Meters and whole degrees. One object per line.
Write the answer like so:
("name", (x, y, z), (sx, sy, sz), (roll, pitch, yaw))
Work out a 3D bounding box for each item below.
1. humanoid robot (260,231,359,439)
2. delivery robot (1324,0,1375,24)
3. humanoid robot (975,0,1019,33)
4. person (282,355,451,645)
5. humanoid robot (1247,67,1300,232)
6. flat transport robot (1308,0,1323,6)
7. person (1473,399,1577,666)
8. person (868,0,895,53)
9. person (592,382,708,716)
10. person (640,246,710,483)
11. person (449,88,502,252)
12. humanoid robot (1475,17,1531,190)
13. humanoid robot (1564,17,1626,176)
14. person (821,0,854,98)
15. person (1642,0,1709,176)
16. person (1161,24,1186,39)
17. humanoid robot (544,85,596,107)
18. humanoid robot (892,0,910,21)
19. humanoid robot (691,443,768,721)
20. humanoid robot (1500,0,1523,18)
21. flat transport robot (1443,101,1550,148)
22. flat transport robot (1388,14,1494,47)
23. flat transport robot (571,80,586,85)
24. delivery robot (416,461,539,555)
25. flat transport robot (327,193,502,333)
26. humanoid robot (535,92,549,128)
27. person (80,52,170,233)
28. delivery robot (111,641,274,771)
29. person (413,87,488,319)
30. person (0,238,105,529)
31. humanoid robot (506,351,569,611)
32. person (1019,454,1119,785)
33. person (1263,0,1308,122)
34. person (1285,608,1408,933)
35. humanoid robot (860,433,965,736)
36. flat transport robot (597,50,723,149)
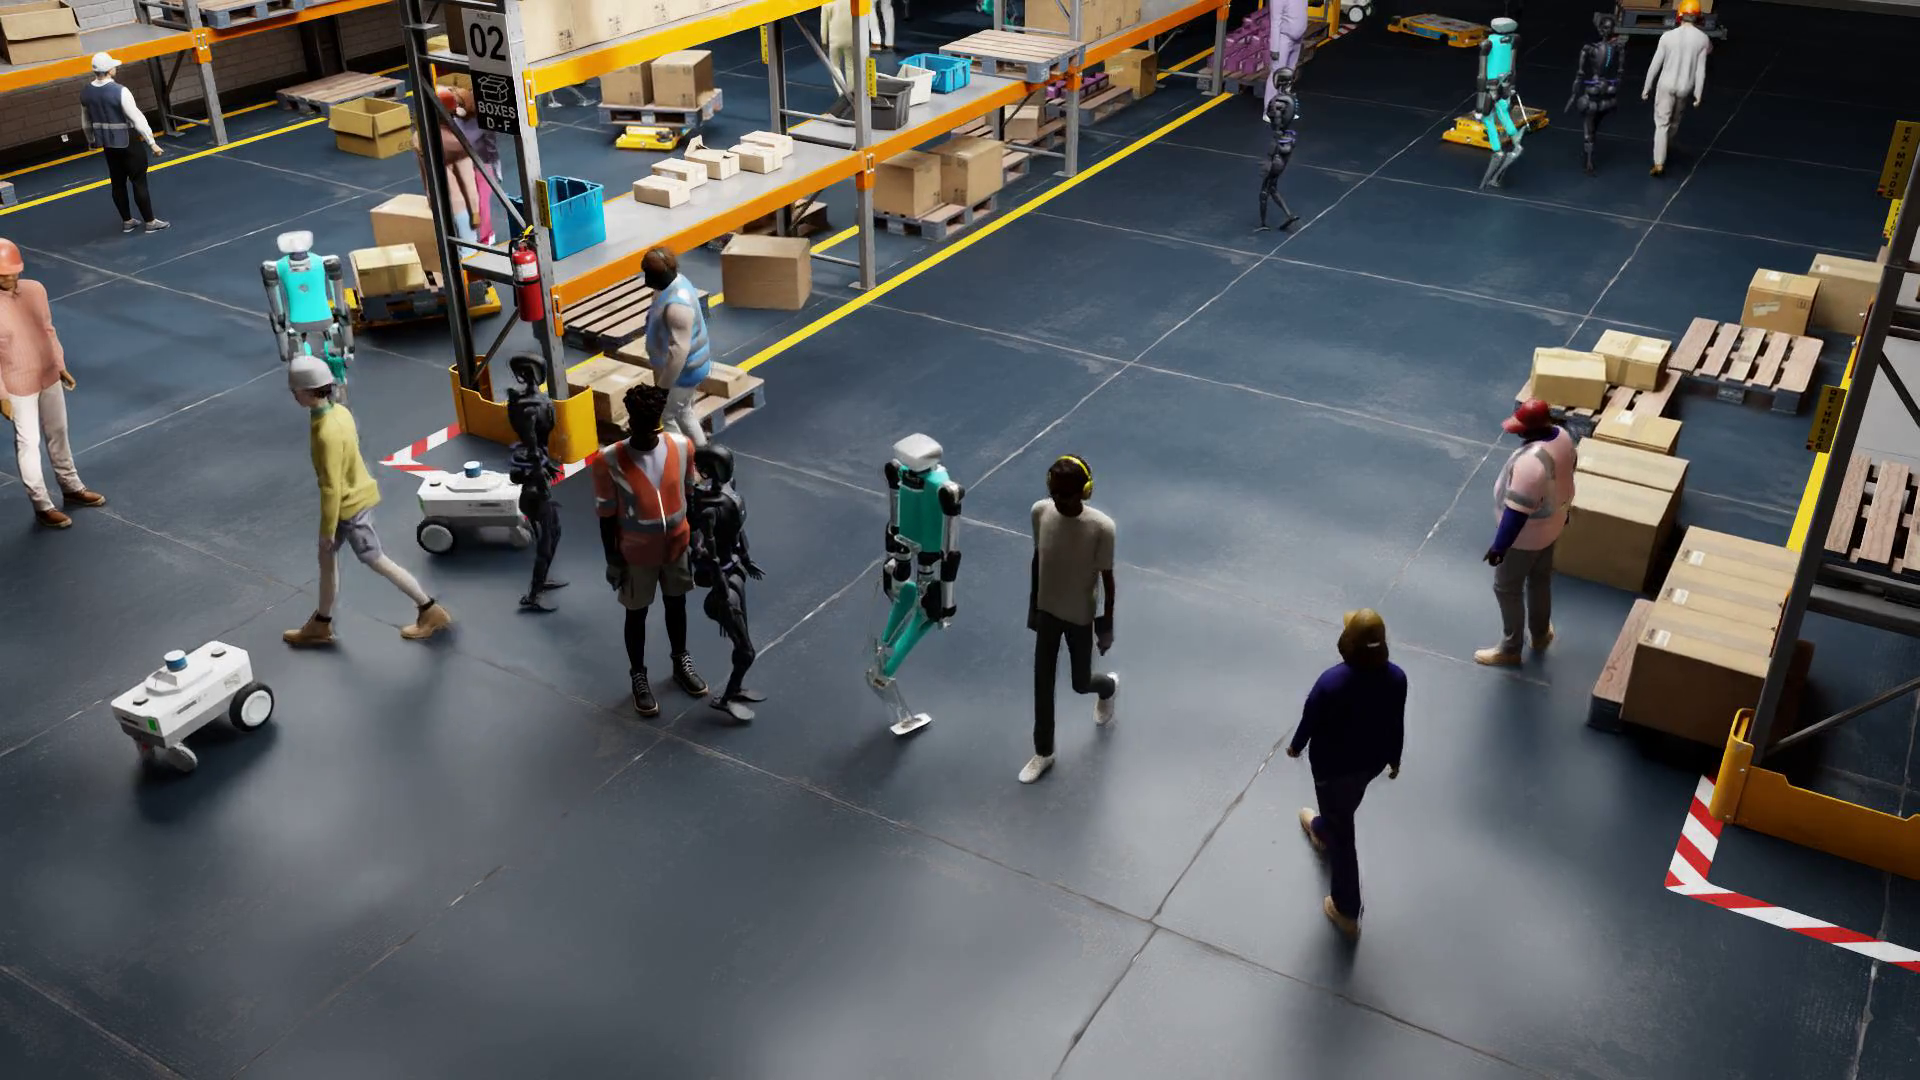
("humanoid robot", (-4.630, -1.417, 11.973), (0.531, 1.801, 0.725), (-10, 31, -17))
("delivery robot", (5.826, -8.030, 24.876), (0.785, 0.614, 0.526), (16, 33, 26))
("humanoid robot", (0.564, -7.242, 22.324), (0.939, 1.819, 0.559), (-24, 37, -35))
("person", (-3.580, -0.212, 9.728), (0.983, 1.837, 0.508), (-9, 31, -15))
("humanoid robot", (3.133, -3.801, 16.261), (0.499, 1.640, 0.614), (10, 31, 17))
("flat transport robot", (4.961, -8.608, 26.169), (1.431, 0.231, 0.659), (21, 36, 32))
("person", (3.295, -0.074, 9.614), (0.416, 1.714, 0.746), (25, 38, 37))
("person", (-1.067, -7.697, 22.902), (0.647, 1.898, 0.522), (-23, 37, -34))
("person", (-1.681, 0.040, 9.156), (0.602, 1.958, 0.376), (-18, 34, -29))
("person", (-1.938, -1.173, 11.446), (0.440, 1.794, 0.664), (-6, 30, -10))
("person", (-4.614, -3.448, 15.699), (0.513, 1.591, 0.779), (3, 30, 6))
("humanoid robot", (5.731, -4.494, 17.460), (0.542, 1.853, 0.657), (-17, 34, -28))
("humanoid robot", (6.885, -4.845, 18.097), (0.599, 1.640, 0.656), (-6, 30, -10))
("person", (-1.399, -6.079, 20.201), (0.573, 1.730, 0.521), (-8, 30, -13))
("person", (7.757, -4.915, 18.040), (0.581, 1.851, 0.969), (6, 30, 10))
("person", (3.086, -8.070, 23.646), (0.516, 1.811, 0.803), (8, 30, 14))
("humanoid robot", (-4.984, -6.133, 20.338), (0.888, 1.769, 0.530), (-11, 31, -18))
("humanoid robot", (-0.908, -8.571, 24.723), (0.596, 1.619, 0.818), (-3, 30, -6))
("humanoid robot", (-1.270, 0.210, 9.136), (0.338, 1.653, 0.588), (3, 30, 4))
("humanoid robot", (8.250, -8.562, 24.660), (0.588, 1.647, 0.374), (1, 29, 1))
("flat transport robot", (6.336, -4.894, 19.599), (0.659, 0.231, 1.431), (24, 37, 36))
("flat transport robot", (6.919, -7.327, 23.903), (0.659, 0.231, 1.431), (-19, 35, -30))
("flat transport robot", (-5.367, -6.265, 22.024), (1.431, 0.231, 0.659), (20, 35, 31))
("delivery robot", (-3.214, -0.238, 11.065), (0.788, 0.587, 0.499), (-1, 29, -1))
("flat transport robot", (-4.820, -2.101, 14.659), (1.431, 0.231, 0.659), (-11, 31, -19))
("humanoid robot", (-5.114, -5.673, 19.515), (0.807, 1.799, 0.555), (-20, 35, -31))
("person", (-8.217, -3.881, 16.291), (0.774, 1.757, 0.434), (5, 30, 9))
("delivery robot", (-4.212, 0.870, 9.127), (0.499, 0.609, 0.780), (14, 32, 23))
("person", (-4.362, -2.897, 14.324), (0.614, 1.987, 0.398), (15, 33, 25))
("person", (-6.167, -1.059, 11.070), (0.396, 1.987, 0.610), (9, 31, 16))
("humanoid robot", (-2.589, -0.391, 10.202), (0.312, 1.656, 0.602), (-5, 30, -9))
("person", (0.589, 0.359, 8.707), (0.519, 1.846, 0.761), (17, 34, 28))
("person", (3.901, -5.913, 19.757), (0.400, 1.899, 0.634), (23, 37, 35))
("person", (1.813, 1.004, 7.827), (0.459, 1.575, 0.839), (-9, 31, -15))
("humanoid robot", (-0.350, 0.366, 8.850), (0.701, 1.842, 0.548), (-25, 38, -36))
("flat transport robot", (-3.502, -4.898, 19.605), (0.659, 0.231, 1.431), (5, 30, 8))
